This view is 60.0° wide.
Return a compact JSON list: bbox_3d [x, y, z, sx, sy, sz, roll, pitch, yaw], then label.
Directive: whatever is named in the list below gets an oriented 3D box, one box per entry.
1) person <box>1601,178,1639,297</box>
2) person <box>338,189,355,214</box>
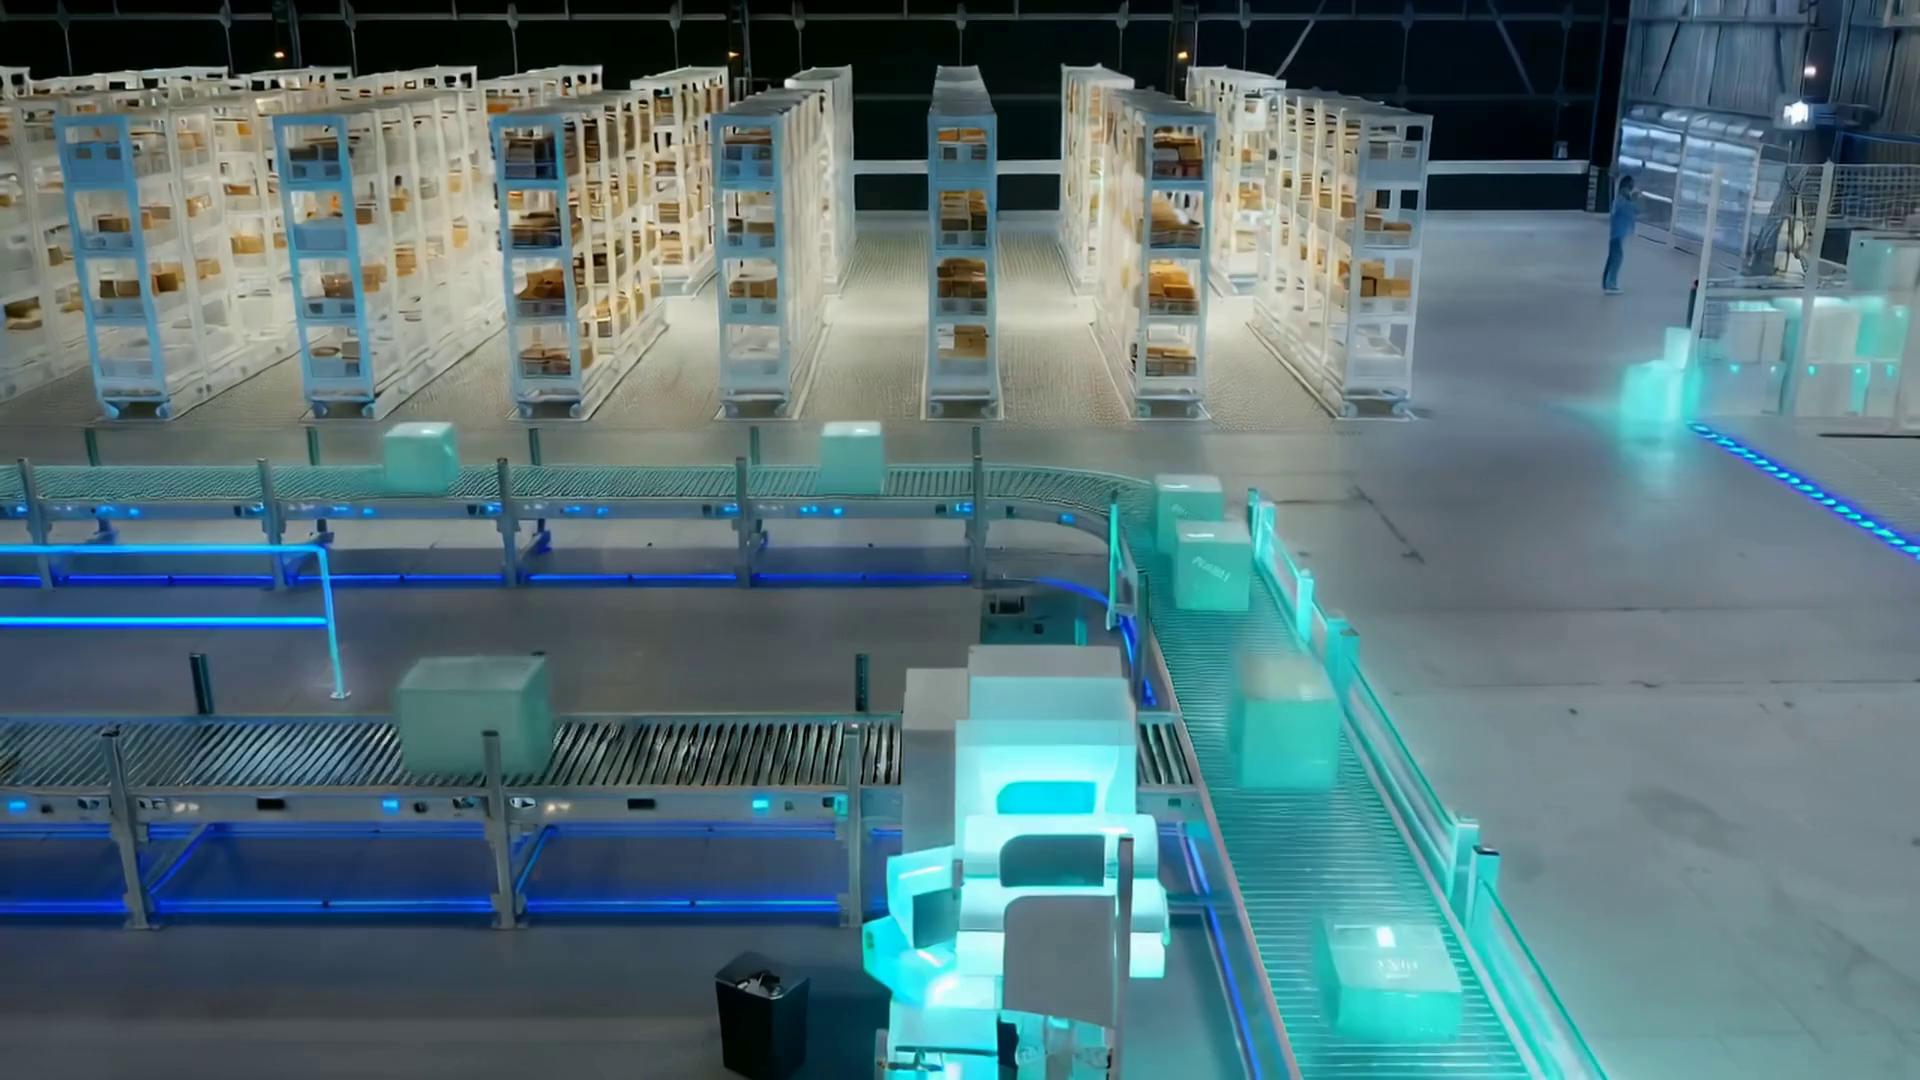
[{"bbox_3d":[11.225,-5.152,28.282,0.396,1.992,0.623,2,18,7],"label":"person"},{"bbox_3d":[-11.254,-5.855,30.725,0.403,1.822,0.588,-7,19,-20],"label":"person"}]
